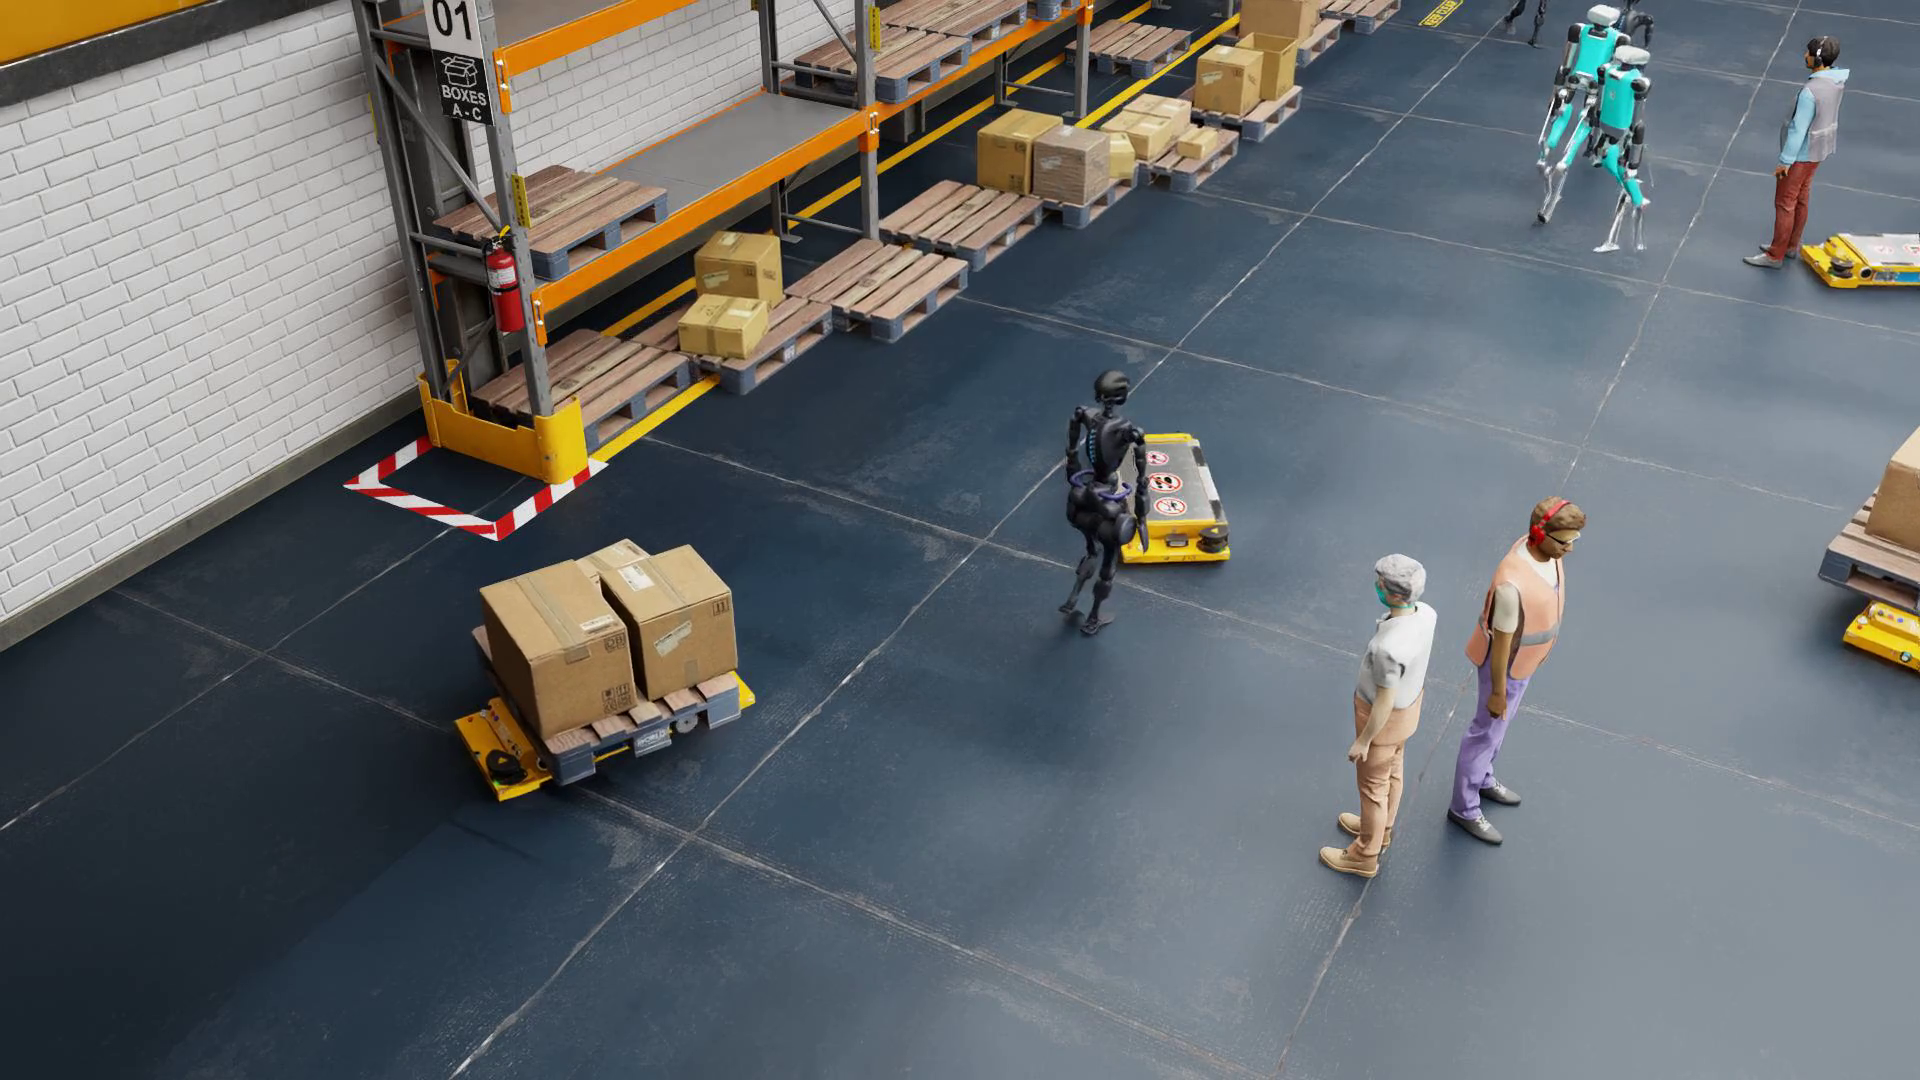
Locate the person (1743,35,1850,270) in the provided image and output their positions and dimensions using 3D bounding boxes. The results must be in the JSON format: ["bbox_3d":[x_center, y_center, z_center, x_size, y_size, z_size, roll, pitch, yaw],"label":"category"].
[{"bbox_3d":[6.790,-3.103,13.395,0.417,1.870,0.535,28,43,36],"label":"person"}]

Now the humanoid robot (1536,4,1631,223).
[{"bbox_3d":[5.231,-3.592,14.321,0.557,1.860,0.855,24,40,32],"label":"humanoid robot"}]

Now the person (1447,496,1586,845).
[{"bbox_3d":[2.590,0.582,7.845,0.388,1.837,0.563,20,38,27],"label":"person"}]

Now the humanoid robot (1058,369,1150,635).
[{"bbox_3d":[0.791,-0.192,9.164,0.584,1.640,0.344,26,41,34],"label":"humanoid robot"}]

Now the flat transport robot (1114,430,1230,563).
[{"bbox_3d":[1.271,-0.318,10.630,0.659,0.231,1.431,-2,34,-3],"label":"flat transport robot"}]

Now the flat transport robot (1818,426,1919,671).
[{"bbox_3d":[5.718,0.339,9.635,0.659,0.231,1.431,27,42,34],"label":"flat transport robot"}]

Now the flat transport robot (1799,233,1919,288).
[{"bbox_3d":[7.718,-2.268,13.580,1.431,0.231,0.659,1,33,1],"label":"flat transport robot"}]

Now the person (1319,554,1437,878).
[{"bbox_3d":[1.928,0.805,7.598,0.321,1.738,0.476,19,38,27],"label":"person"}]

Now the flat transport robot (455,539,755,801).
[{"bbox_3d":[-1.876,0.881,8.815,1.431,0.231,0.659,-20,38,-27],"label":"flat transport robot"}]

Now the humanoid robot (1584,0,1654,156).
[{"bbox_3d":[6.056,-4.368,15.481,0.589,1.650,0.419,20,38,27],"label":"humanoid robot"}]

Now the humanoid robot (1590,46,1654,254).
[{"bbox_3d":[5.510,-3.143,13.665,0.775,1.877,0.535,-13,36,-19],"label":"humanoid robot"}]

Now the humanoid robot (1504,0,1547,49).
[{"bbox_3d":[6.446,-6.395,18.576,0.616,1.632,0.696,-5,34,-8],"label":"humanoid robot"}]
